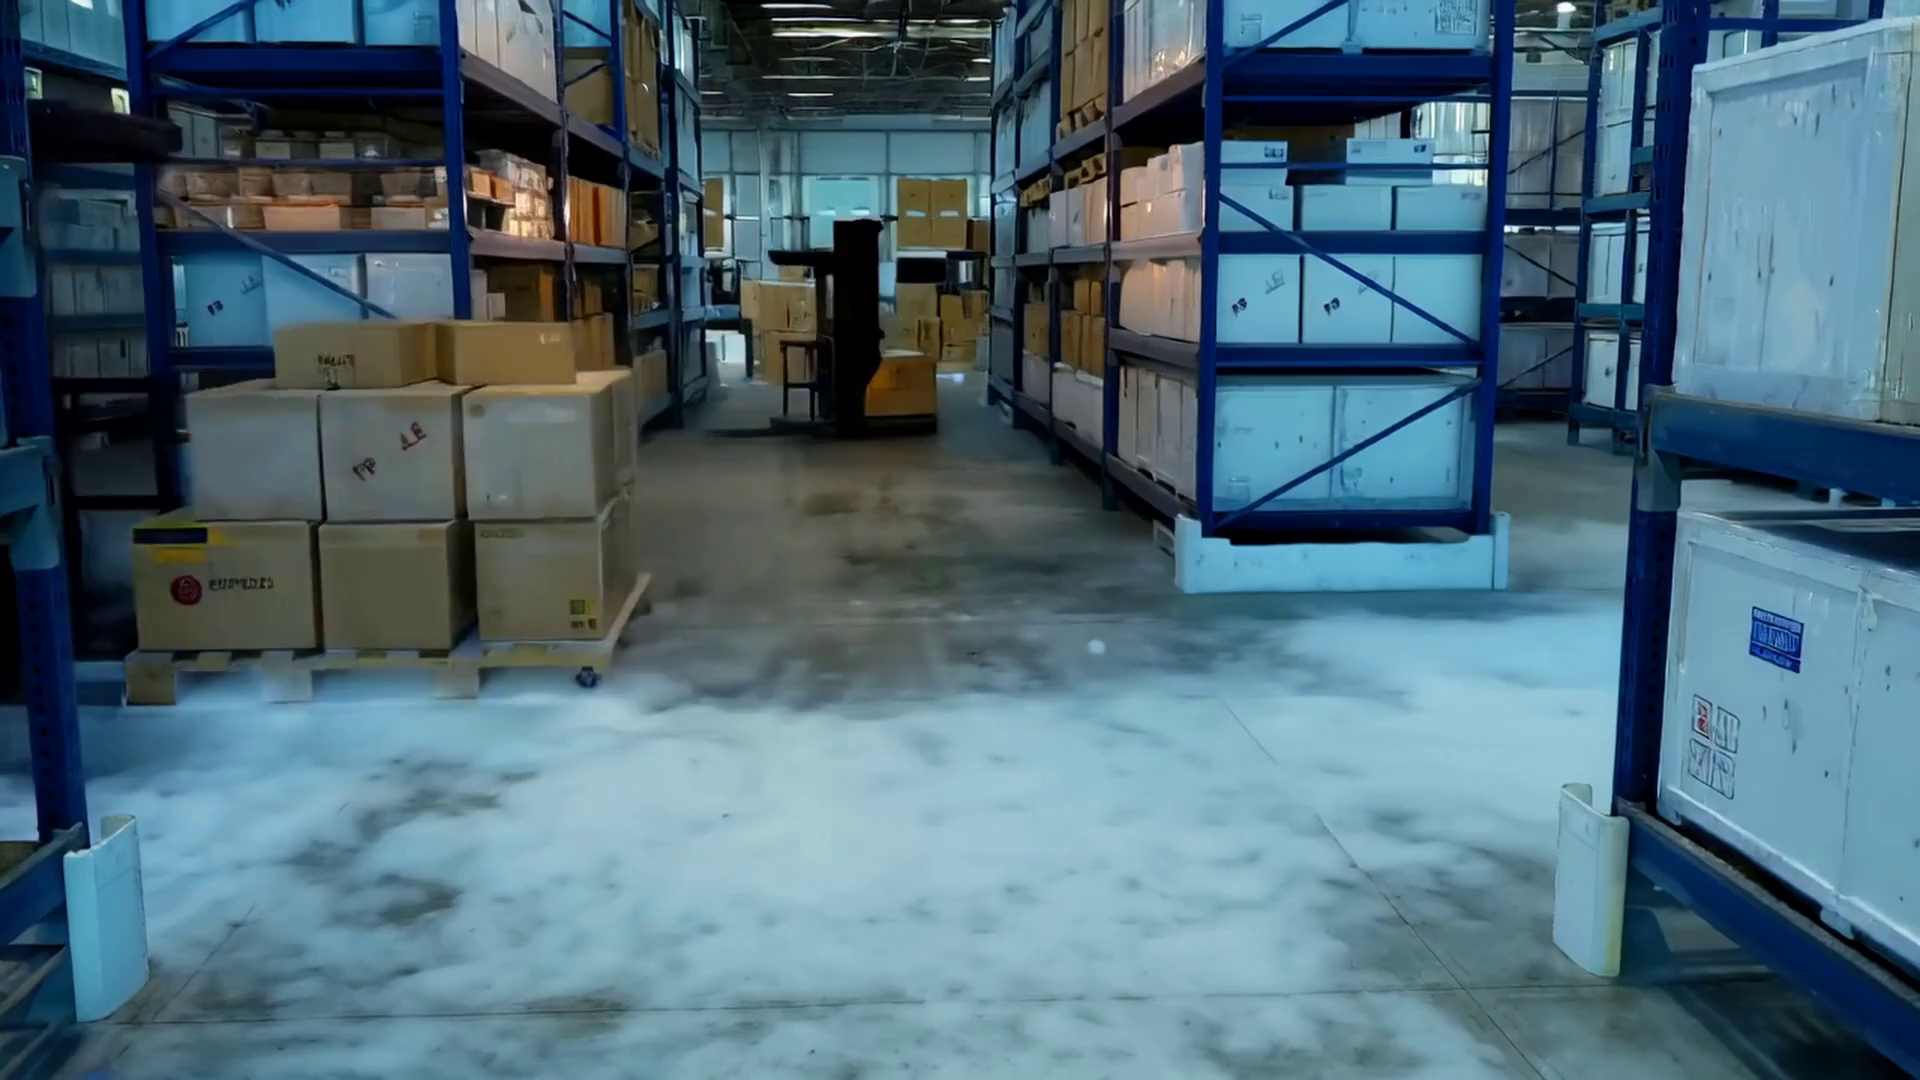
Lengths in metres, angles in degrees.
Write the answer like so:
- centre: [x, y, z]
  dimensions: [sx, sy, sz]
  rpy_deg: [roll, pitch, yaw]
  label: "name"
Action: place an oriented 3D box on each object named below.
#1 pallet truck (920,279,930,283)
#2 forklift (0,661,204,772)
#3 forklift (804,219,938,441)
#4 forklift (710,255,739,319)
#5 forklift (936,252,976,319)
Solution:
- centre: [-0.932, -8.922, 63.114]
  dimensions: [1.885, 1.965, 0.823]
  rpy_deg: [2, 9, 13]
  label: "pallet truck"
- centre: [-4.556, -0.463, 7.234]
  dimensions: [1.873, 2.768, 1.129]
  rpy_deg: [-1, 9, -5]
  label: "forklift"
- centre: [-1.322, -2.752, 21.611]
  dimensions: [1.873, 2.768, 1.129]
  rpy_deg: [-4, 10, -25]
  label: "forklift"
- centre: [-8.368, -8.713, 59.038]
  dimensions: [1.129, 2.768, 1.873]
  rpy_deg: [-1, 9, -4]
  label: "forklift"
- centre: [0.018, -7.528, 51.600]
  dimensions: [1.129, 2.768, 1.873]
  rpy_deg: [-4, 10, -23]
  label: "forklift"
